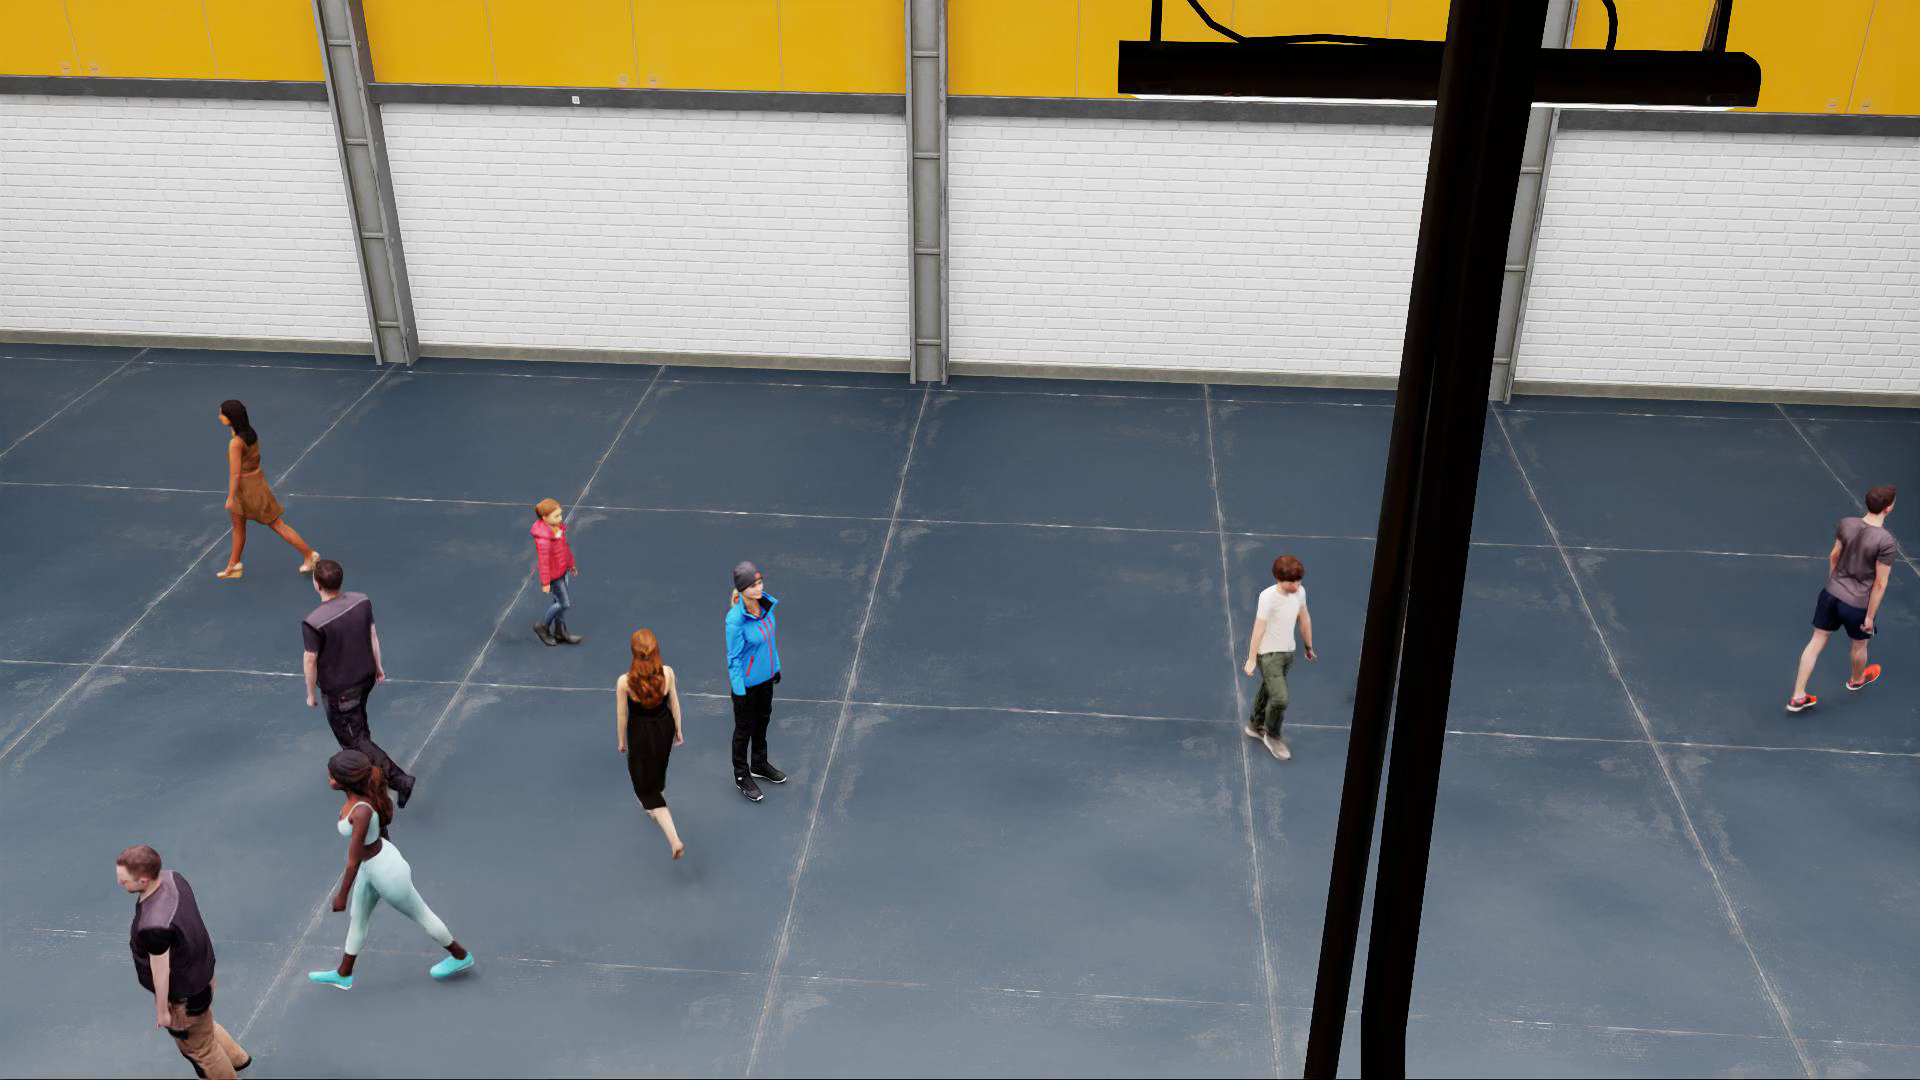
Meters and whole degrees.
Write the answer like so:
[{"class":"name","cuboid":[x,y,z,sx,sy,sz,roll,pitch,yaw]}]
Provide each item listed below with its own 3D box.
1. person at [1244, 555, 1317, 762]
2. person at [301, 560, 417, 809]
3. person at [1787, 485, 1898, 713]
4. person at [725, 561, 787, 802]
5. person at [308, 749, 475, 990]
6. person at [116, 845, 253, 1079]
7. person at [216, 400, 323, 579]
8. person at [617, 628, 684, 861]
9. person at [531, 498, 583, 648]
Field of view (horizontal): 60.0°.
[{"class":"person","cuboid":[2.183,0.786,11.830,0.870,1.633,0.936,-22,36,-35]},{"class":"person","cuboid":[-4.072,1.005,11.234,1.228,1.821,0.983,14,32,24]},{"class":"person","cuboid":[6.457,0.475,12.219,1.245,1.807,1.082,-15,32,-25]},{"class":"person","cuboid":[-1.415,0.943,11.371,0.699,1.797,0.696,18,34,30]},{"class":"person","cuboid":[-3.257,1.952,9.657,1.229,1.667,0.871,-8,30,-14]},{"class":"person","cuboid":[-4.028,2.317,8.827,0.761,1.821,0.784,-6,29,-12]},{"class":"person","cuboid":[-5.836,-0.376,13.951,1.160,1.641,0.833,-7,29,-13]},{"class":"person","cuboid":[-1.988,1.351,10.837,1.017,1.593,1.028,-18,34,-30]},{"class":"person","cuboid":[-3.260,0.255,13.145,0.587,1.307,0.526,6,29,10]}]
